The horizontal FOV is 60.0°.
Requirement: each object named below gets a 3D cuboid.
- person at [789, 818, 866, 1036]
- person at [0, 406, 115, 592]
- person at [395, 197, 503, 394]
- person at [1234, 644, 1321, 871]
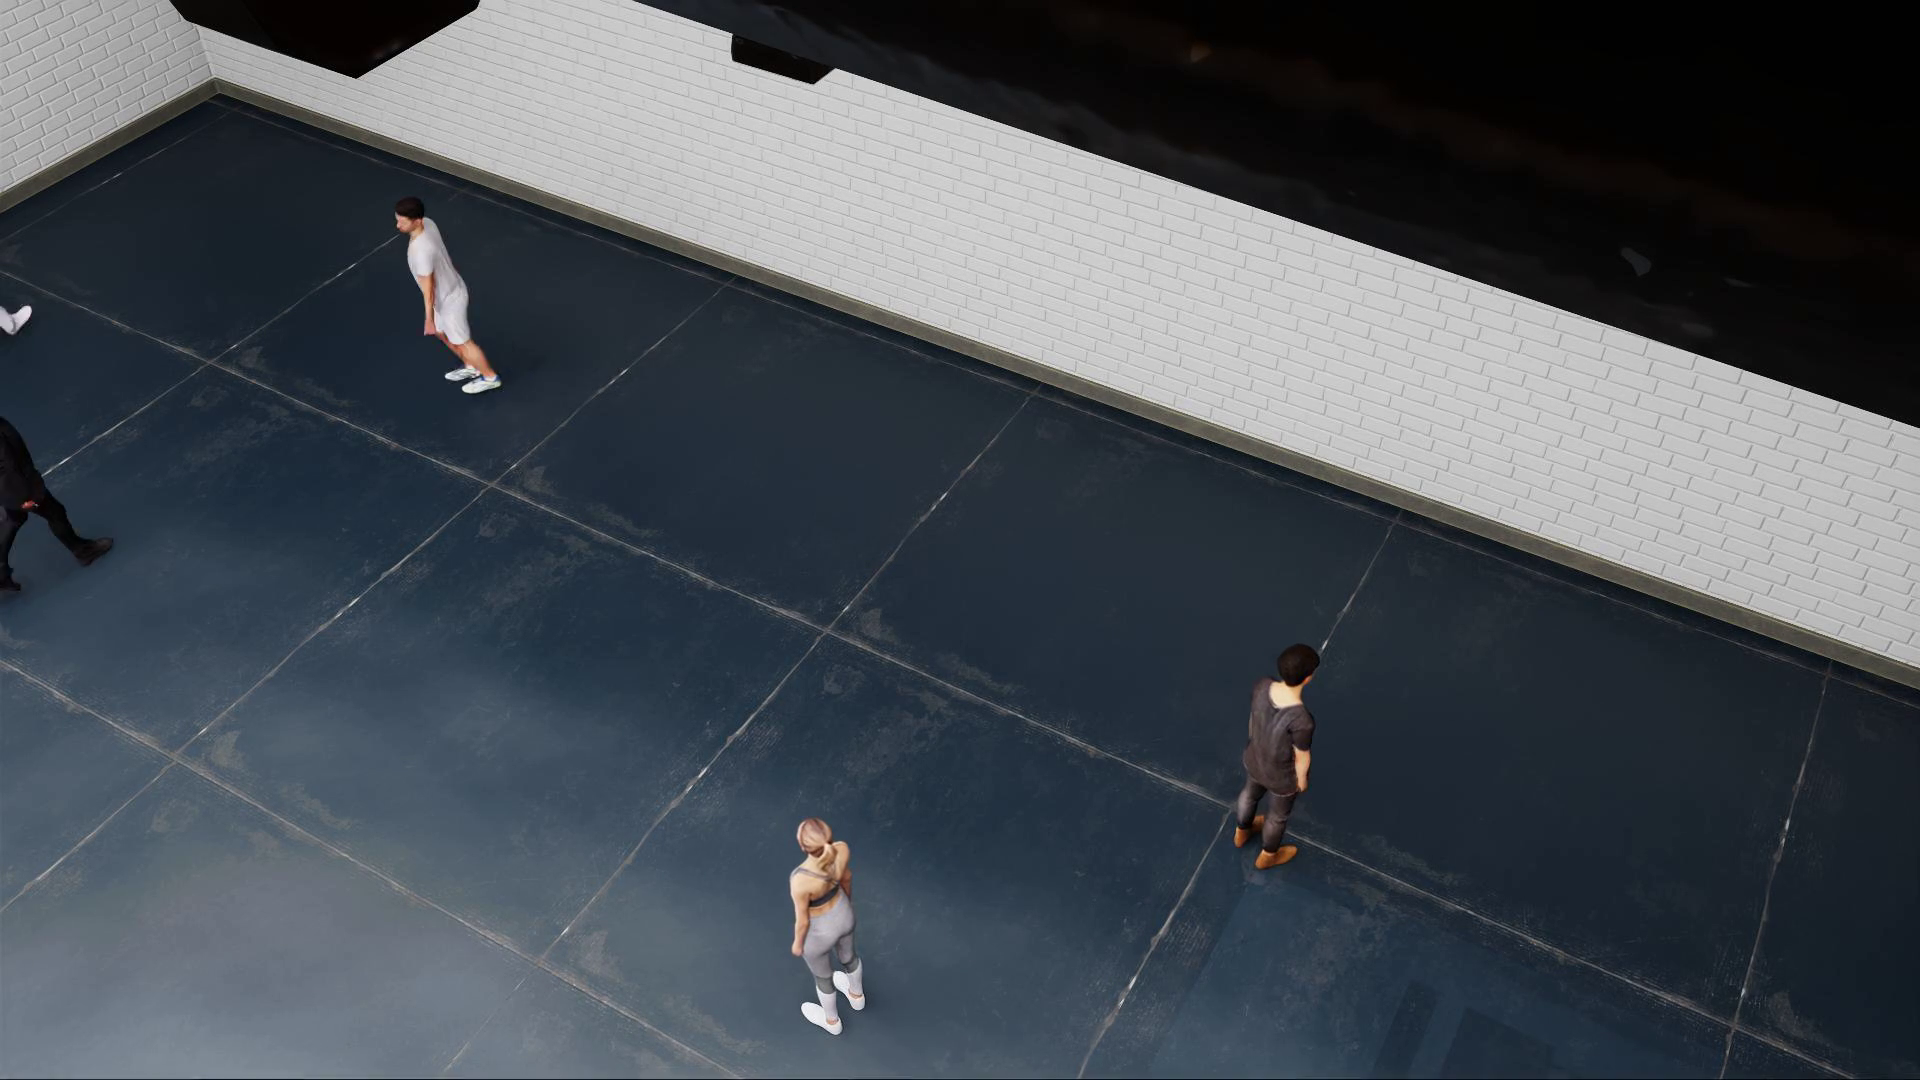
[{"bbox_3d":[-0.697,2.008,8.680,0.669,1.702,0.513,32,52,29],"label":"person"},{"bbox_3d":[-6.416,-0.365,11.134,0.674,1.753,1.104,26,49,25],"label":"person"},{"bbox_3d":[-3.847,-1.860,12.663,0.905,1.808,0.845,-3,44,-3],"label":"person"},{"bbox_3d":[1.788,1.237,9.482,0.704,1.713,0.701,-23,48,-22],"label":"person"}]
